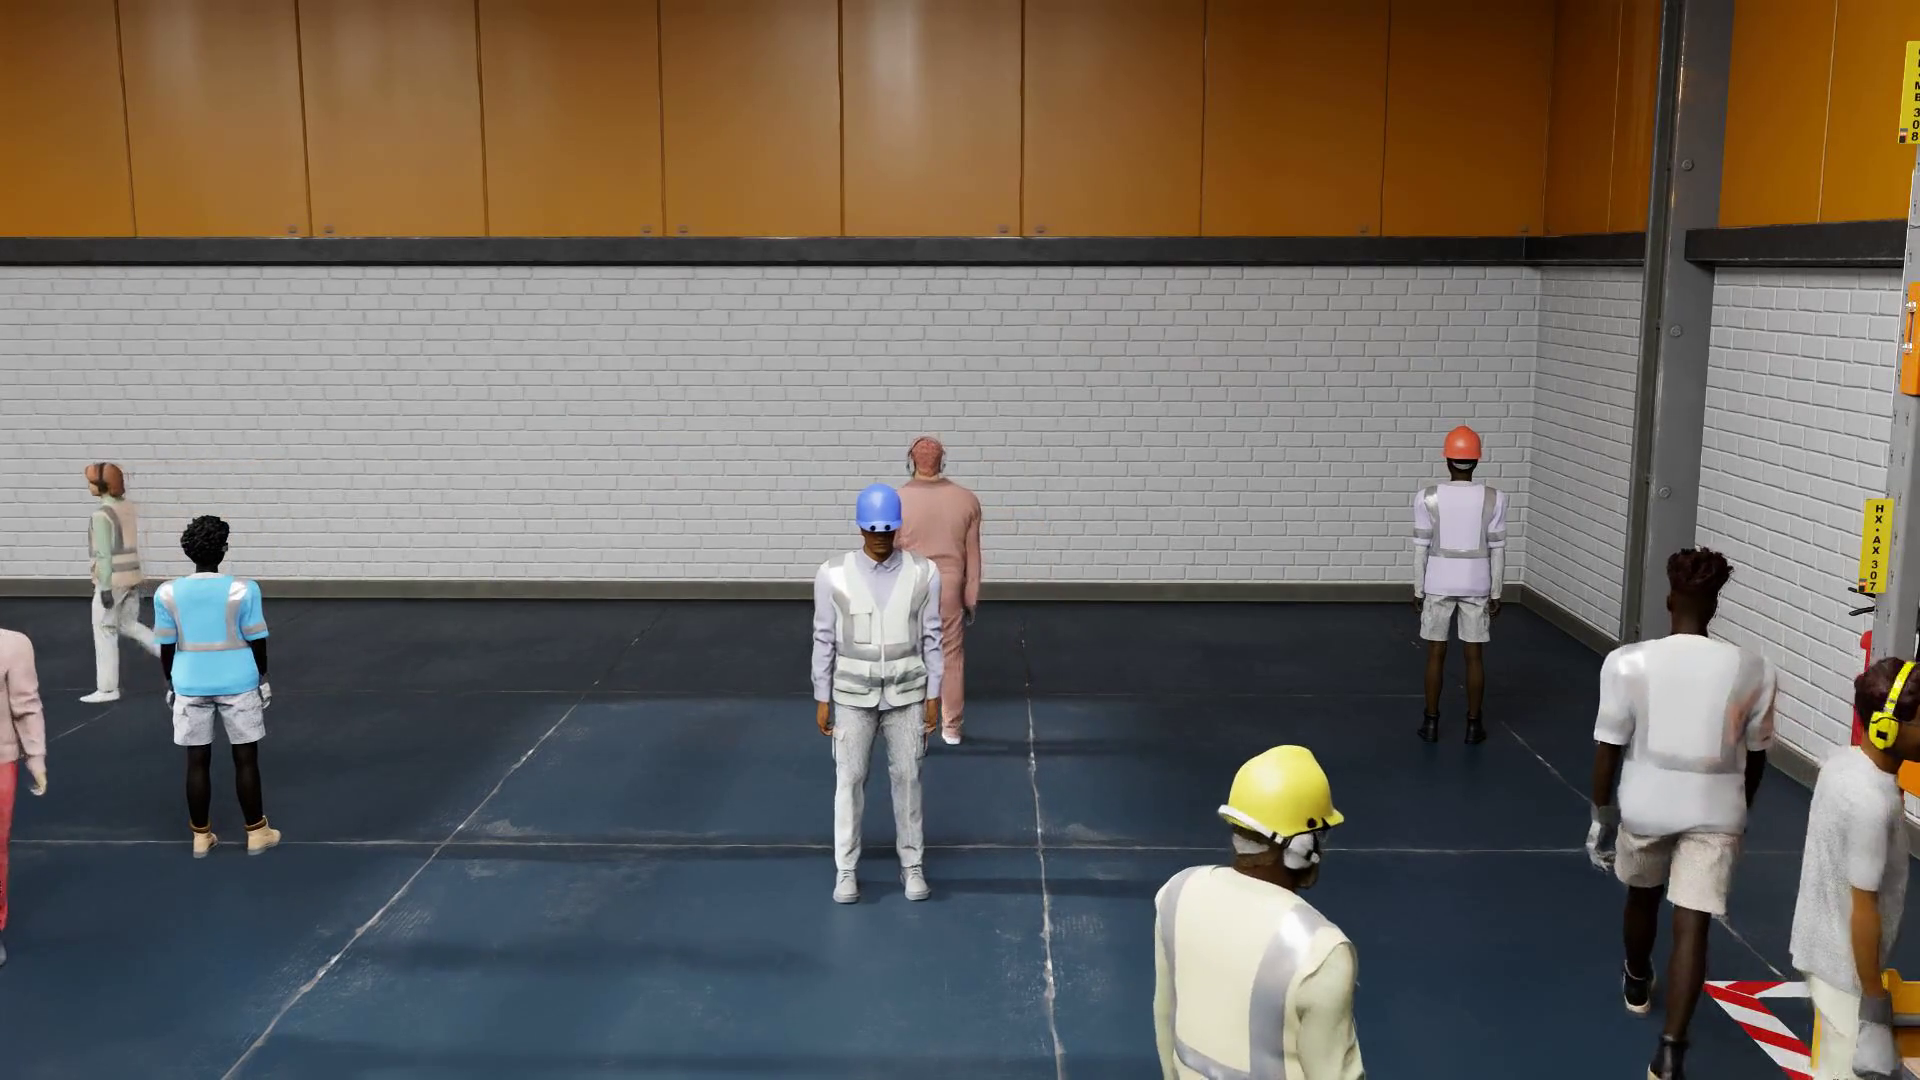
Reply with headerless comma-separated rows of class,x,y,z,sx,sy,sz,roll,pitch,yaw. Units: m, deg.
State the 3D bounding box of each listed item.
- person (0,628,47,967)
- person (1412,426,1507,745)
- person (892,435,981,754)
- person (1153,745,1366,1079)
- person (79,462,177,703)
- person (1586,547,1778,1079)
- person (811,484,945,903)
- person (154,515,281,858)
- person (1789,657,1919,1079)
person,-4.000,0.934,6.745,0.541,1.740,0.619,-7,12,-34
person,3.018,0.279,10.099,0.545,1.942,0.350,2,10,14
person,-0.196,0.323,9.957,0.651,1.908,0.403,-3,10,-20
person,0.712,1.373,3.877,0.404,1.827,0.599,-7,11,-34
person,-5.545,0.279,11.052,0.610,1.618,0.524,0,9,-1
person,2.614,0.976,6.063,0.585,1.907,1.047,5,11,26
person,-0.372,0.700,7.591,0.609,1.938,0.410,-1,10,-8
person,-3.648,0.722,8.171,0.530,1.697,0.322,-1,10,-5
person,2.514,1.238,4.706,0.405,1.871,0.583,4,10,22
